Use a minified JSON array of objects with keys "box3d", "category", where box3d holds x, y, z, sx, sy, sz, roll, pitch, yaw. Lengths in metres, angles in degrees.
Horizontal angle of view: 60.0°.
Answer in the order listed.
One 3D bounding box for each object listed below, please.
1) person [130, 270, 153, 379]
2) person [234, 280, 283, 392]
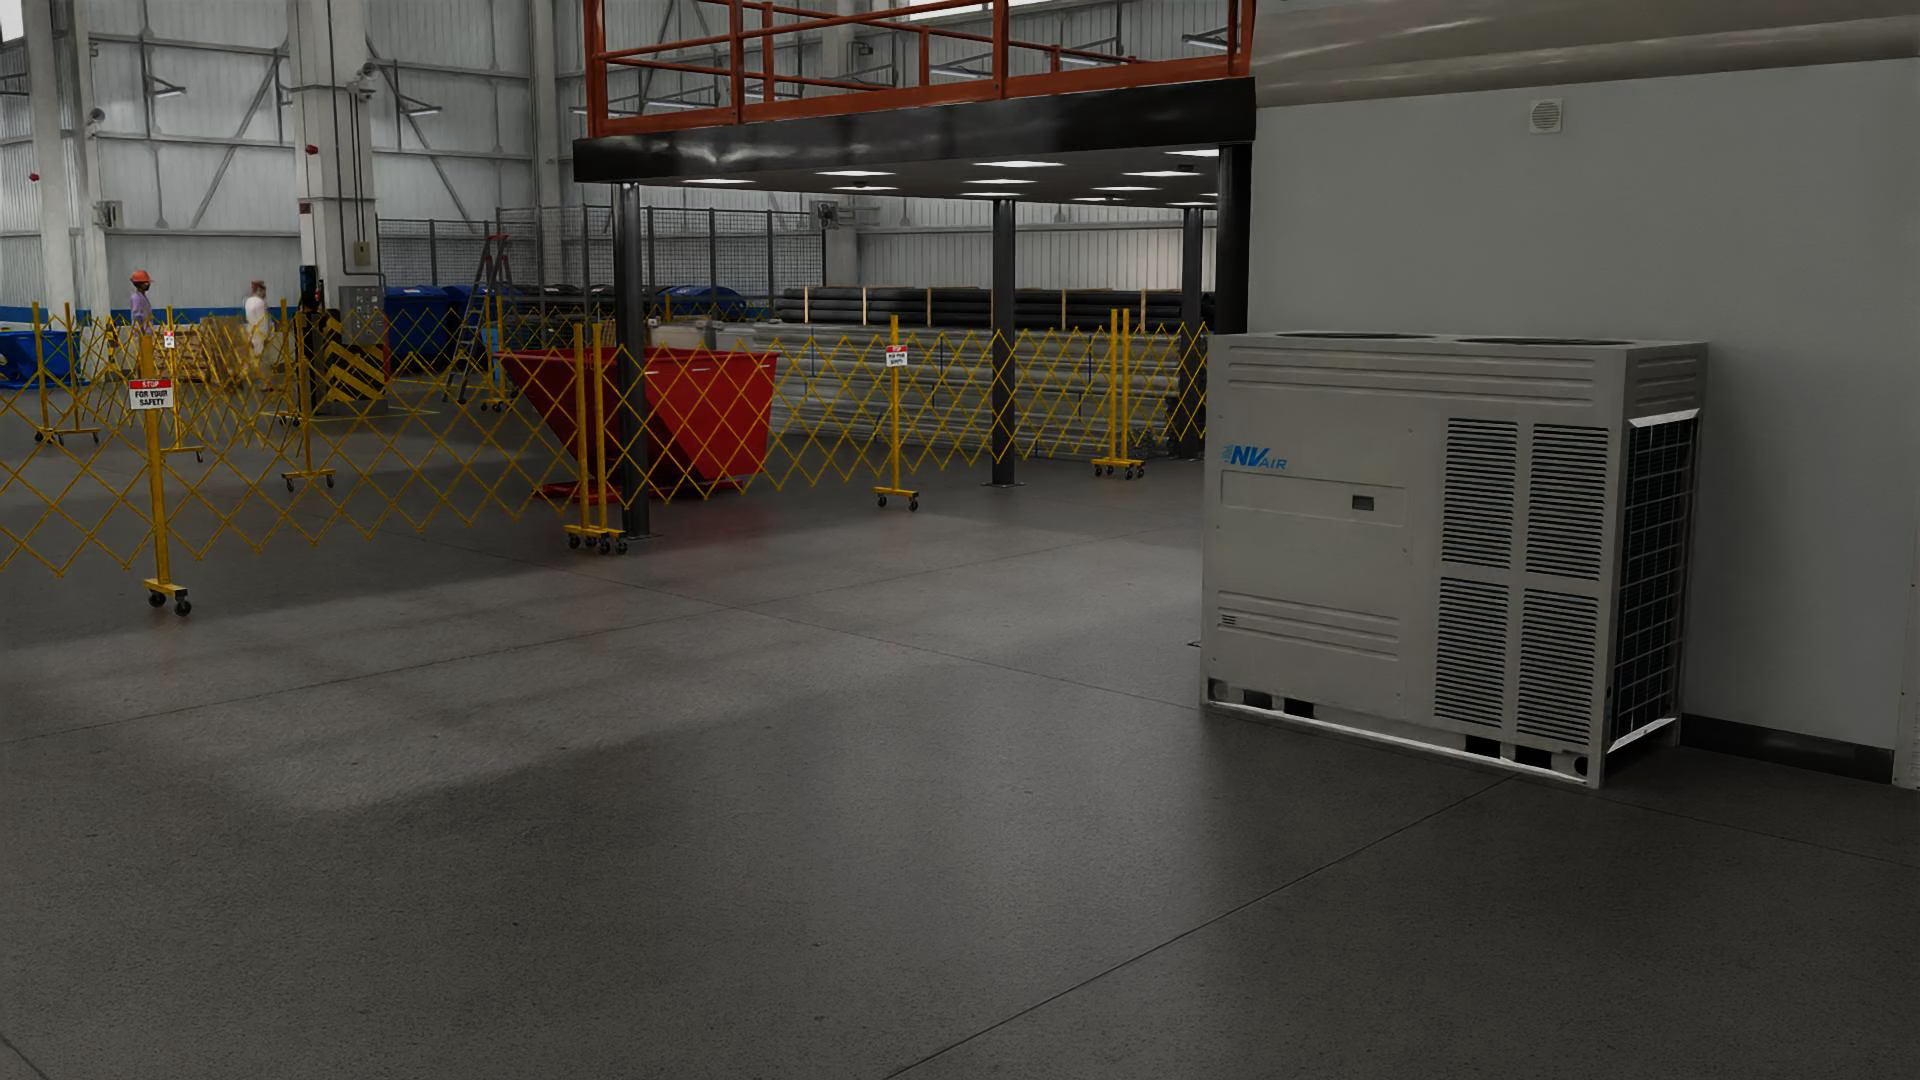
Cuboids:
[{"box3d":[-13.486,-3.426,27.508,0.378,2.045,0.605,-3,10,-19],"category":"person"},{"box3d":[-11.787,-3.398,27.828,0.736,1.880,0.651,-6,11,-34],"category":"person"}]
